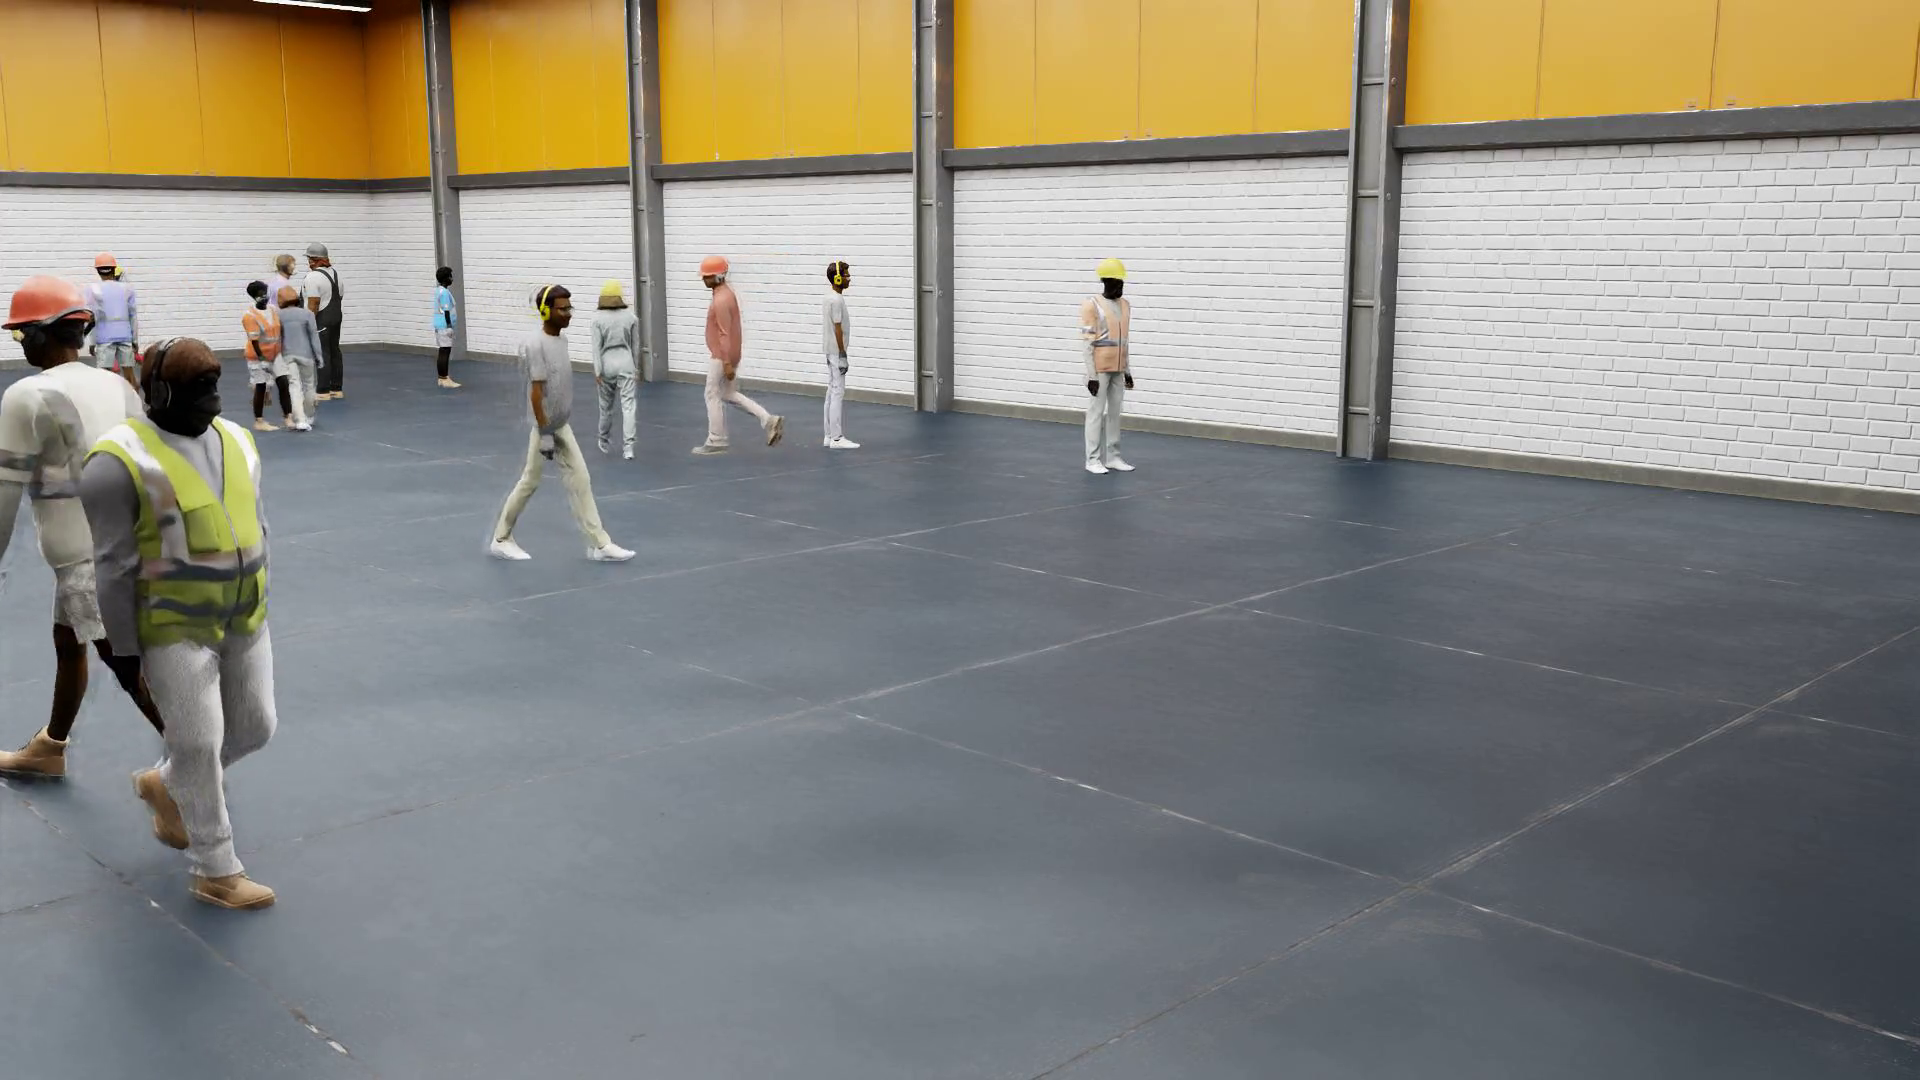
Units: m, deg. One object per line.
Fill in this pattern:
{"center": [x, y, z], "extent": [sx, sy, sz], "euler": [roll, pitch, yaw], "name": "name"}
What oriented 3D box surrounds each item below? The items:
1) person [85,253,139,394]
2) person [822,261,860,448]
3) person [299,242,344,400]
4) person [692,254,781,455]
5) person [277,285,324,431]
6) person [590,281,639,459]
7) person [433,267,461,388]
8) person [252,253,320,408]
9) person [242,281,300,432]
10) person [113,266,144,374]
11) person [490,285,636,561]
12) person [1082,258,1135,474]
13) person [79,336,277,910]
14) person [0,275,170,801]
{"center": [-9.667, -2.299, 18.971], "extent": [0.369, 1.931, 0.552], "euler": [9, 14, 40], "name": "person"}
{"center": [-1.220, -1.858, 16.739], "extent": [0.328, 1.873, 0.519], "euler": [-3, 11, -17], "name": "person"}
{"center": [-8.332, -2.837, 21.615], "extent": [0.537, 2.000, 0.682], "euler": [2, 11, 10], "name": "person"}
{"center": [-2.197, -1.786, 16.116], "extent": [0.798, 1.960, 0.621], "euler": [0, 10, 2], "name": "person"}
{"center": [-7.292, -2.005, 18.316], "extent": [0.551, 1.574, 0.874], "euler": [-3, 11, -17], "name": "person"}
{"center": [-3.324, -1.646, 16.056], "extent": [0.488, 1.693, 0.917], "euler": [-4, 11, -22], "name": "person"}
{"center": [-7.207, -2.975, 23.304], "extent": [0.317, 1.695, 0.540], "euler": [-5, 12, -25], "name": "person"}
{"center": [-8.301, -2.549, 20.376], "extent": [0.670, 1.920, 0.635], "euler": [-4, 11, -23], "name": "person"}
{"center": [-7.432, -1.962, 17.917], "extent": [0.636, 1.651, 0.590], "euler": [5, 11, 25], "name": "person"}
{"center": [-11.797, -3.025, 23.460], "extent": [0.790, 1.741, 0.524], "euler": [-7, 13, -35], "name": "person"}
{"center": [-2.669, -0.746, 10.840], "extent": [1.000, 1.822, 0.558], "euler": [3, 11, 14], "name": "person"}
{"center": [1.363, -1.555, 14.965], "extent": [0.633, 1.920, 0.419], "euler": [-10, 14, -42], "name": "person"}
{"center": [-2.495, 0.259, 5.338], "extent": [0.636, 1.826, 0.636], "euler": [5, 11, 25], "name": "person"}
{"center": [-3.287, 0.012, 6.263], "extent": [1.046, 1.993, 0.617], "euler": [1, 10, 6], "name": "person"}
